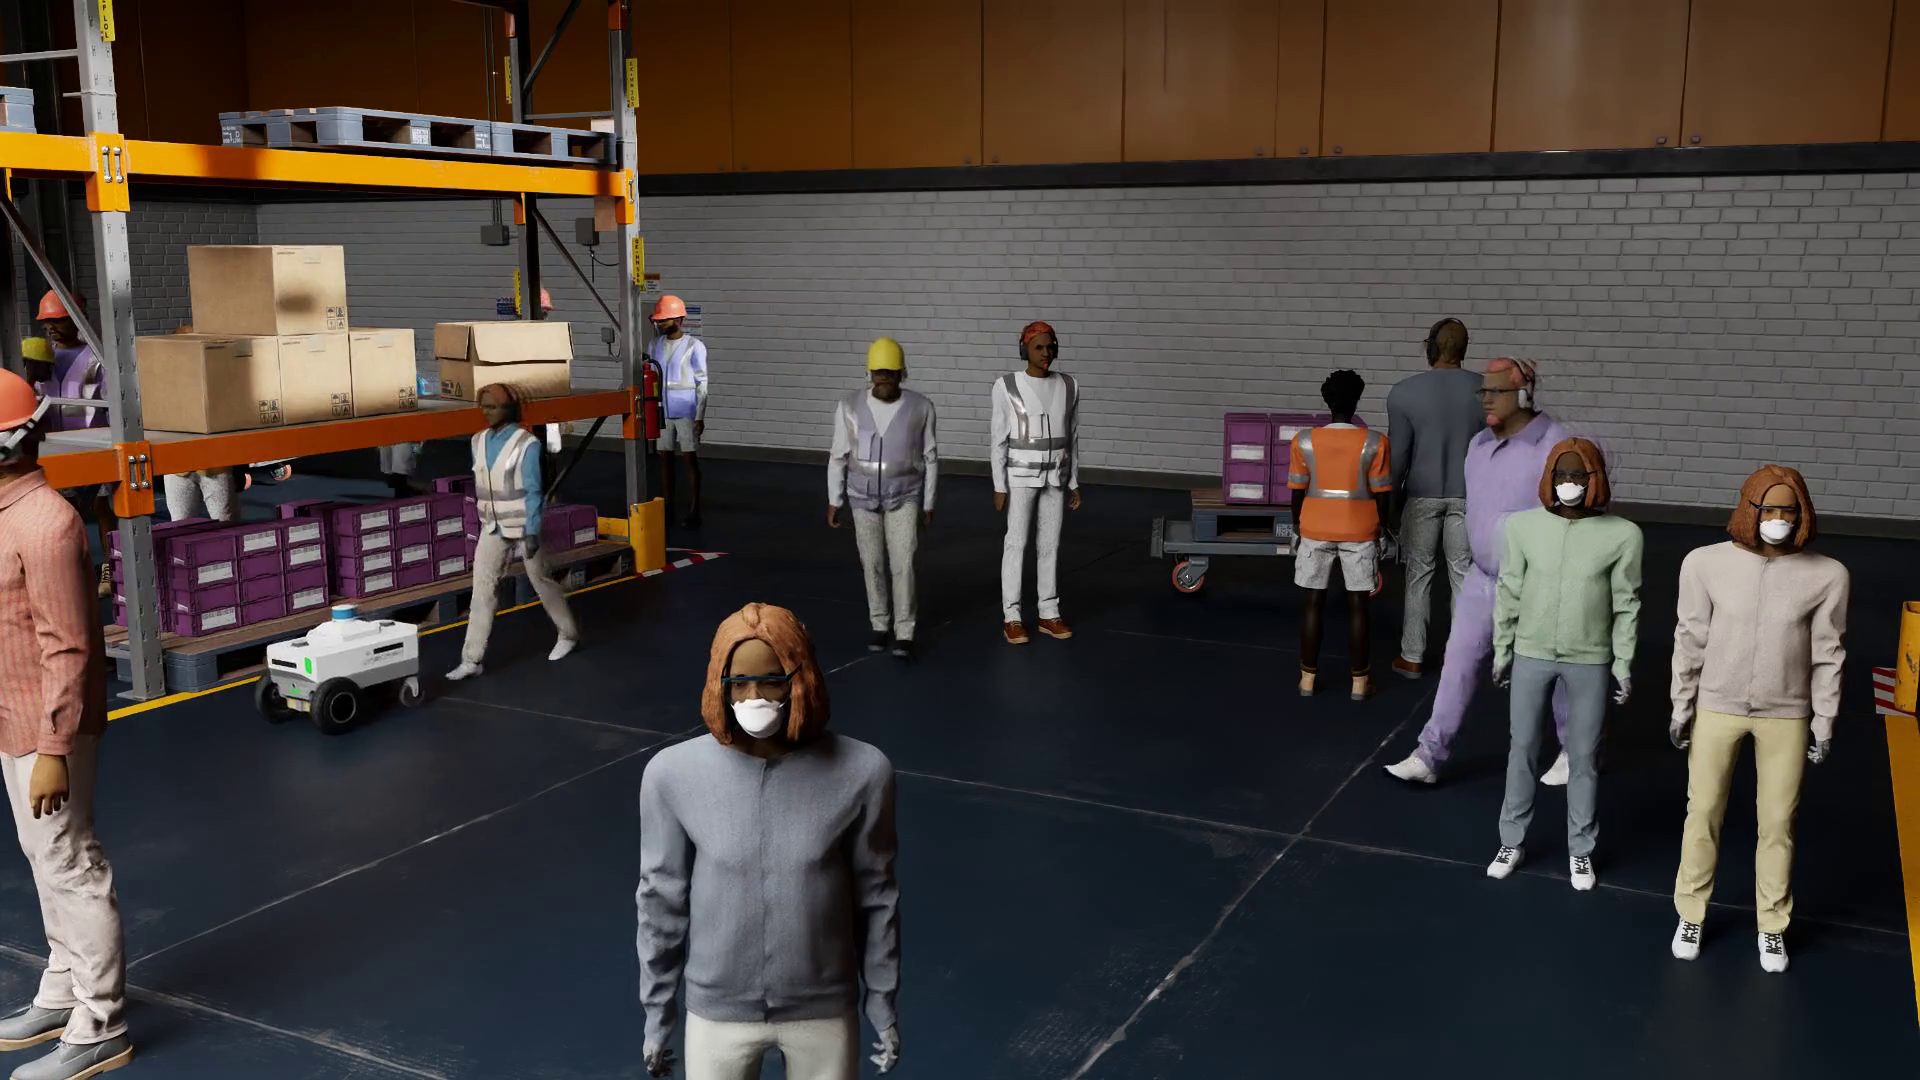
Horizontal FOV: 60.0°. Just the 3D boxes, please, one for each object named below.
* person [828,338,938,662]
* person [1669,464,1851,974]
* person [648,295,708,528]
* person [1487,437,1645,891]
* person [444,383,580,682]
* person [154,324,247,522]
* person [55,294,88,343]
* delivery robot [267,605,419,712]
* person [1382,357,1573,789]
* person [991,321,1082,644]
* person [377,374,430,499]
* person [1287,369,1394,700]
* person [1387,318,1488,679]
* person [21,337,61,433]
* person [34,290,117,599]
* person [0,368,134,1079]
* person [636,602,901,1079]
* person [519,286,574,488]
[{"bbox_3d":[-0.445,-0.213,9.306,0.601,1.803,0.777,1,10,6],"label":"person"},{"bbox_3d":[2.528,0.565,5.306,0.497,1.629,0.277,4,11,22],"label":"person"},{"bbox_3d":[-2.363,-1.060,13.819,0.548,1.934,0.376,4,11,23],"label":"person"},{"bbox_3d":[2.169,0.443,5.989,0.498,1.633,0.282,5,11,25],"label":"person"},{"bbox_3d":[-2.426,-0.069,9.079,0.526,1.590,0.898,5,11,27],"label":"person"},{"bbox_3d":[-4.880,-0.462,10.673,0.622,1.835,0.430,-1,10,-3],"label":"person"},{"bbox_3d":[-9.039,-1.604,17.194,0.573,1.848,0.642,5,11,26],"label":"person"},{"bbox_3d":[-3.008,0.562,8.148,0.477,0.478,0.707,6,11,30],"label":"delivery robot"},{"bbox_3d":[2.316,0.162,7.003,1.026,1.849,0.642,-5,11,-28],"label":"person"},{"bbox_3d":[0.452,-0.337,9.780,0.583,1.882,0.350,-5,11,-26],"label":"person"},{"bbox_3d":[-4.328,-0.802,13.091,0.531,1.672,0.634,6,12,33],"label":"person"},{"bbox_3d":[1.939,-0.022,8.509,0.532,1.694,0.319,4,10,20],"label":"person"},{"bbox_3d":[2.576,-0.214,8.907,0.631,1.940,0.369,0,10,1],"label":"person"},{"bbox_3d":[-6.001,-0.432,10.728,0.451,1.734,0.571,-3,10,-18],"label":"person"},{"bbox_3d":[-5.831,-0.620,10.956,0.608,2.044,0.377,0,10,0],"label":"person"},{"bbox_3d":[-2.552,0.512,4.571,0.393,1.985,0.611,-8,12,-38],"label":"person"},{"bbox_3d":[-0.365,0.920,3.226,0.508,1.632,0.264,-1,10,-5],"label":"person"},{"bbox_3d":[-3.480,-1.056,13.534,0.611,2.024,0.593,4,11,21],"label":"person"}]
